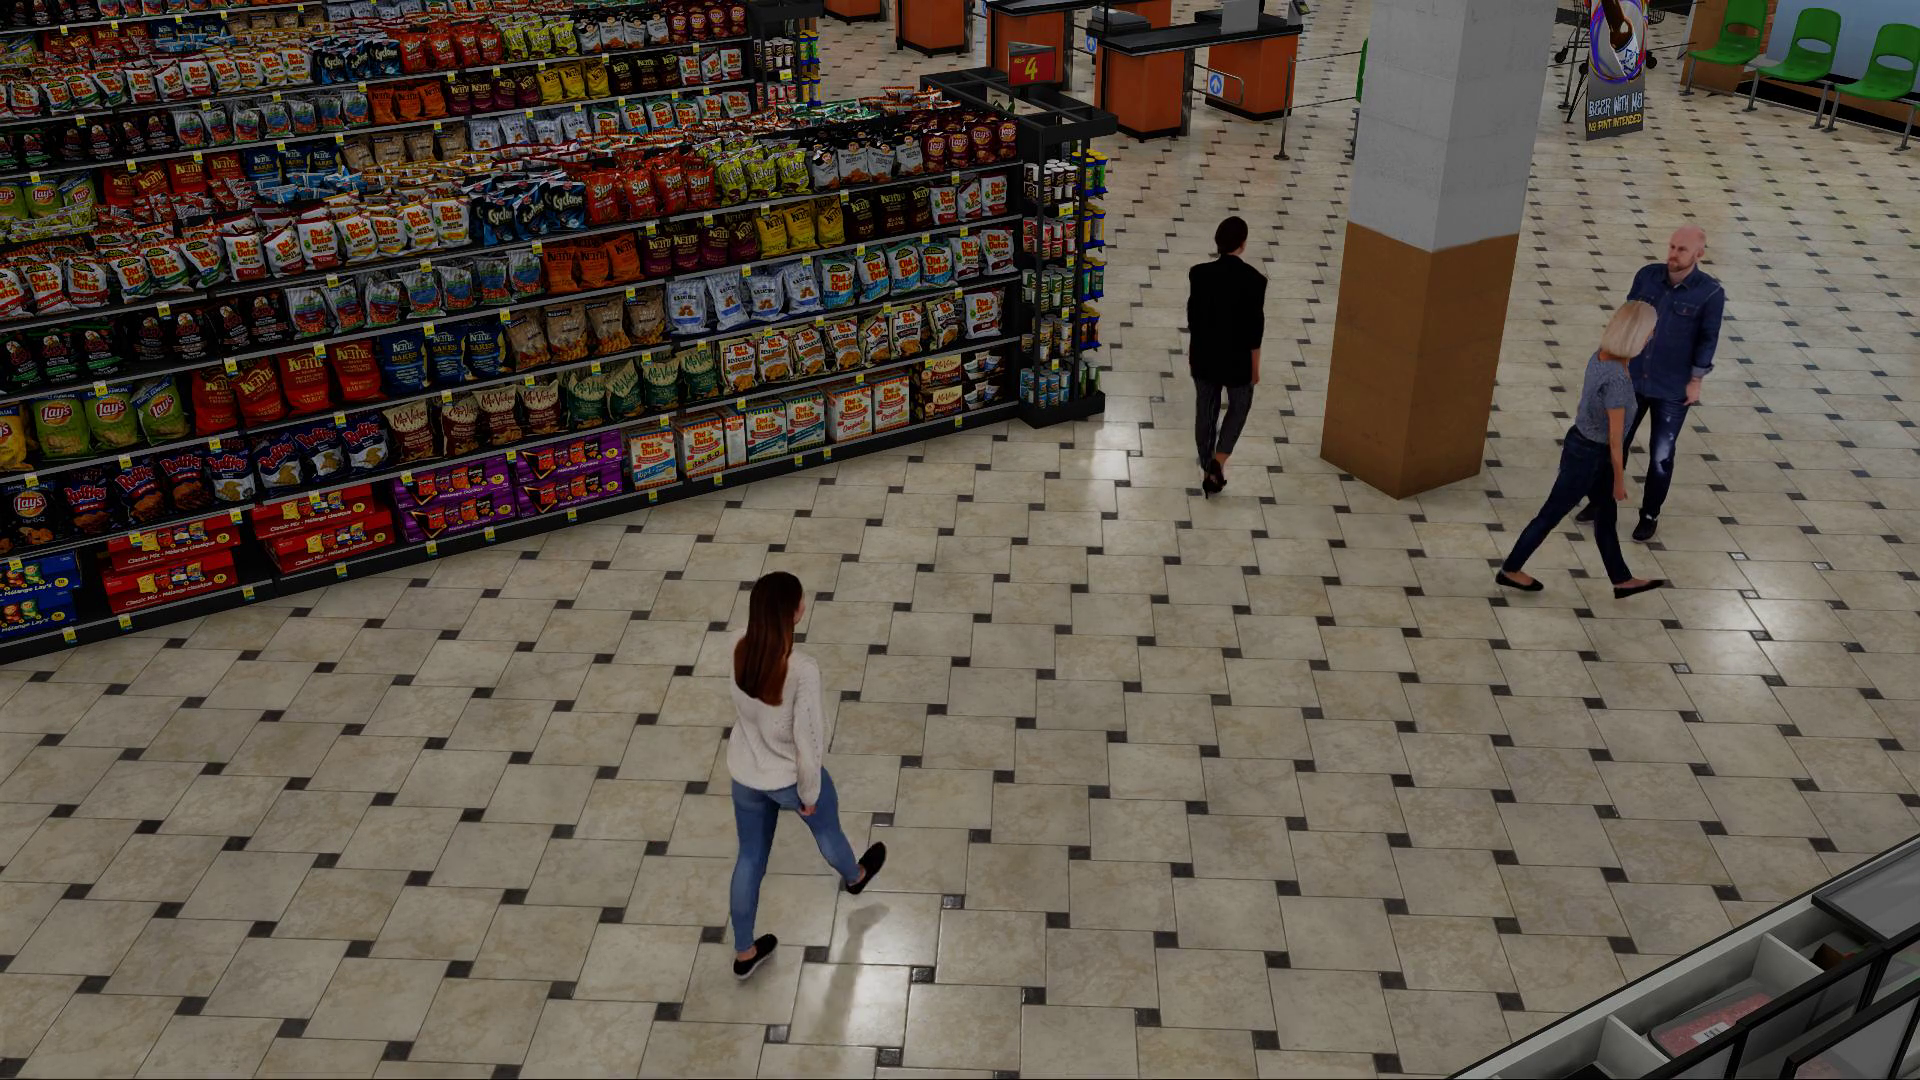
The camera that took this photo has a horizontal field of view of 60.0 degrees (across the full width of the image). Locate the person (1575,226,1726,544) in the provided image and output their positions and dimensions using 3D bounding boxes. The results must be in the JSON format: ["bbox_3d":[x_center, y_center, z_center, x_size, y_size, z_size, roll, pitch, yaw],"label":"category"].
[{"bbox_3d":[3.894,-0.883,9.315,0.682,1.825,0.767,-25,37,-37],"label":"person"}]

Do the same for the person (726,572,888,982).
[{"bbox_3d":[-0.732,0.923,6.196,0.944,1.646,1.157,17,33,28],"label":"person"}]

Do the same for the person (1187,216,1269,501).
[{"bbox_3d":[1.488,-1.007,9.666,0.760,1.708,0.771,16,32,27],"label":"person"}]

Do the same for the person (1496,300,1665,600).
[{"bbox_3d":[3.157,-0.420,8.628,1.103,1.671,1.047,6,29,11],"label":"person"}]
